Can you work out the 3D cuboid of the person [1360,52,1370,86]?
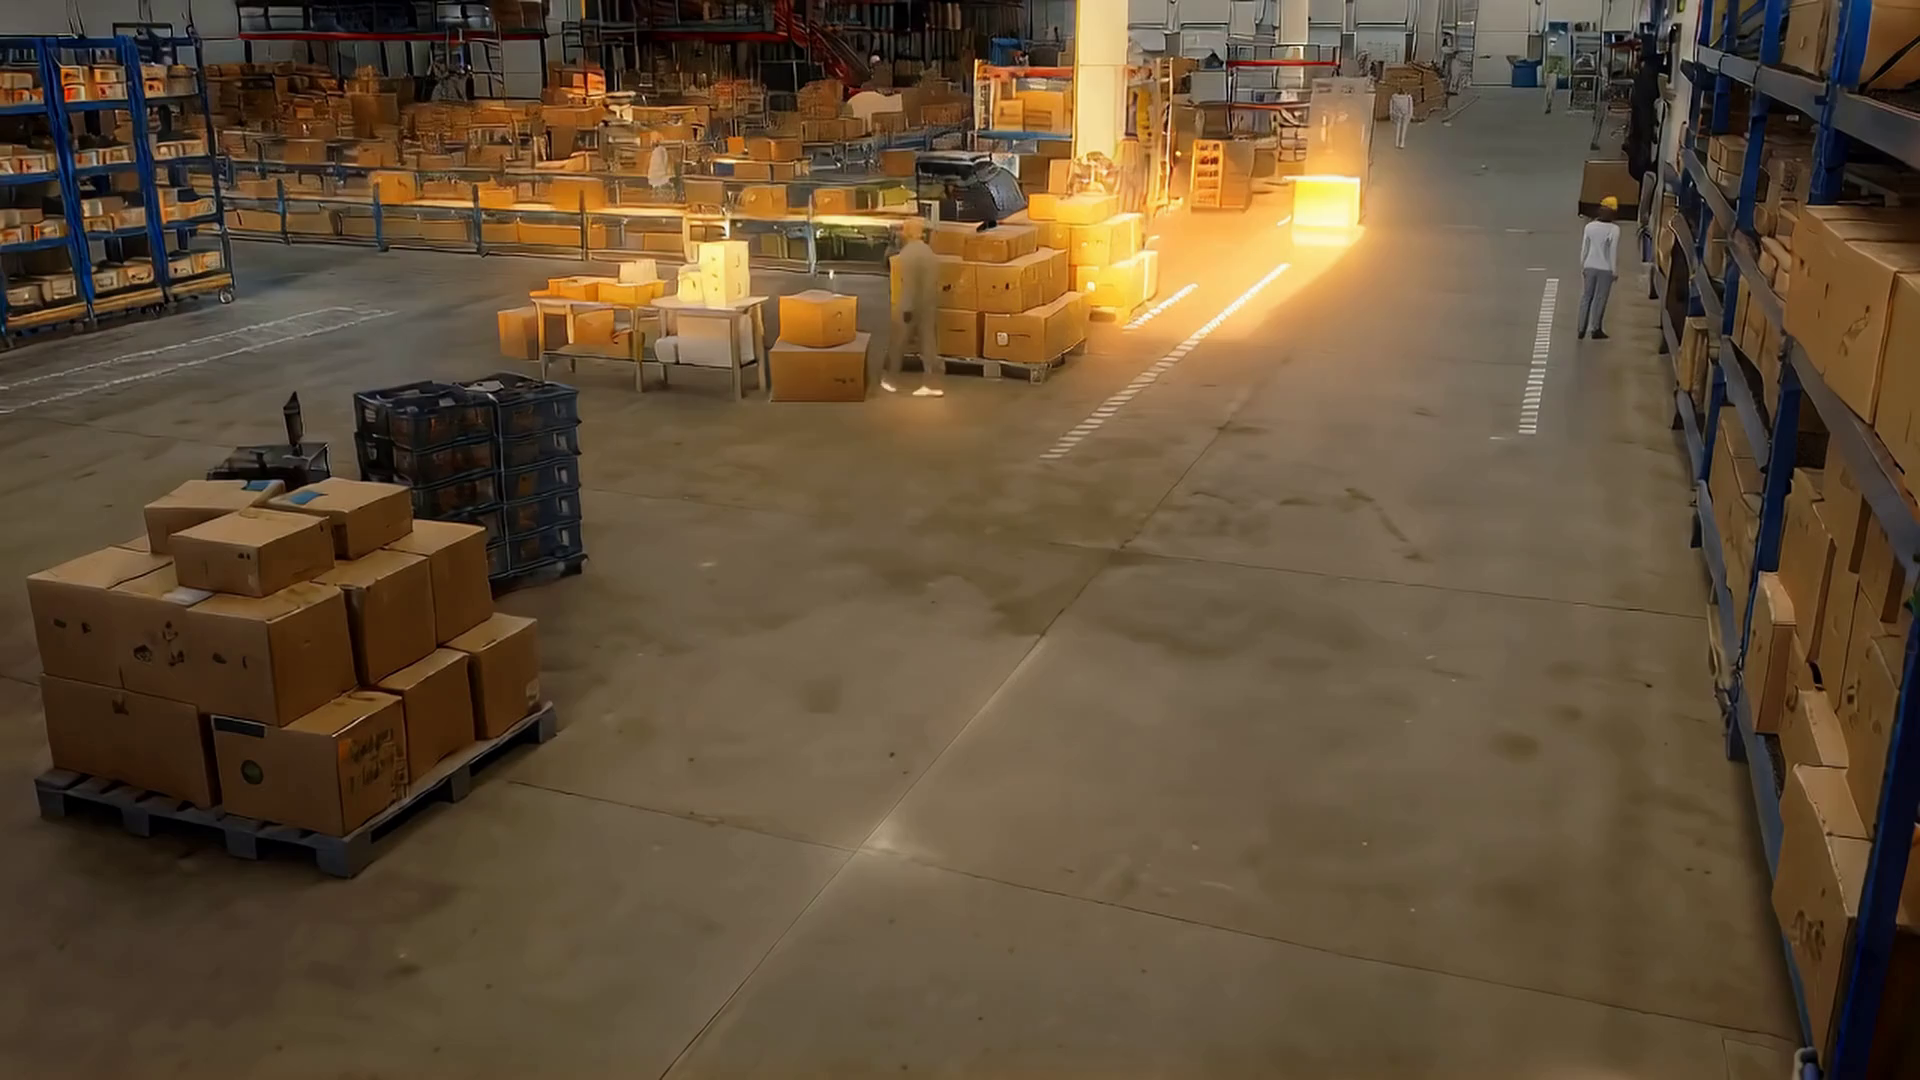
[{"bbox_3d":[21.259,-24.574,87.010,0.782,1.878,0.594,-9,20,-25],"label":"person"}]

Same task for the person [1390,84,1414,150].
[{"bbox_3d":[12.962,-12.430,48.845,0.653,1.875,0.873,5,18,14],"label":"person"}]

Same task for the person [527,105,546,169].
[{"bbox_3d":[-10.799,-10.251,42.404,0.494,1.624,0.282,7,19,21],"label":"person"}]

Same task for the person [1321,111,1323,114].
[{"bbox_3d":[12.612,-15.220,57.921,0.321,1.689,0.549,5,18,16],"label":"person"}]

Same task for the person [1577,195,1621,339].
[{"bbox_3d":[7.893,-3.355,20.525,0.342,1.773,0.527,-11,21,-31],"label":"person"}]

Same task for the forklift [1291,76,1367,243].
[{"bbox_3d":[6.598,-6.755,29.381,1.129,2.768,1.873,6,19,19],"label":"forklift"}]

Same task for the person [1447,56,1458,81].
[{"bbox_3d":[23.628,-22.358,79.981,0.817,1.904,0.654,-4,18,-11],"label":"person"}]

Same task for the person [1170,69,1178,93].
[{"bbox_3d":[7.421,-15.201,57.317,0.726,2.018,0.607,5,18,14],"label":"person"}]

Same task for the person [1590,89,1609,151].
[{"bbox_3d":[18.580,-12.189,48.280,0.343,1.756,0.518,0,18,1],"label":"person"}]

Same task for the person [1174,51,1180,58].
[{"bbox_3d":[12.069,-26.176,92.118,0.927,1.834,0.528,14,23,38],"label":"person"}]

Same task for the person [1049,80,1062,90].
[{"bbox_3d":[4.415,-21.357,76.887,0.889,1.886,0.592,-6,19,-19],"label":"person"}]

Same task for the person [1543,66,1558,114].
[{"bbox_3d":[23.175,-17.672,65.357,0.510,1.847,0.386,6,19,19],"label":"person"}]

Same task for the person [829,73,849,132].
[{"bbox_3d":[-3.948,-14.602,55.579,0.966,1.941,0.624,-7,19,-21],"label":"person"}]

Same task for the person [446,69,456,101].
[{"bbox_3d":[-20.055,-17.747,65.790,0.616,1.721,0.492,5,18,15],"label":"person"}]

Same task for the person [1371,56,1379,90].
[{"bbox_3d":[19.491,-21.733,78.060,0.344,1.882,0.585,-3,18,-8],"label":"person"}]

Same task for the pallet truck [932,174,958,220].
[{"bbox_3d":[-0.507,-5.292,27.348,0.653,1.274,1.630,6,19,19],"label":"pallet truck"}]

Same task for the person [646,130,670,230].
[{"bbox_3d":[-5.567,-6.634,30.716,0.413,1.819,0.618,-1,18,-3],"label":"person"}]

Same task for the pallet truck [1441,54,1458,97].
[{"bbox_3d":[22.765,-21.886,78.355,0.823,1.965,1.885,-4,18,-14],"label":"pallet truck"}]

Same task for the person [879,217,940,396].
[{"bbox_3d":[-0.538,-2.452,17.546,0.784,1.852,0.722,11,21,31],"label":"person"}]

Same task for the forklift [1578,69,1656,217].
[{"bbox_3d":[13.219,-7.740,32.475,1.873,2.768,1.129,6,19,18],"label":"forklift"}]

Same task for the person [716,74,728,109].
[{"bbox_3d":[-7.855,-14.364,54.849,0.387,1.926,0.570,8,19,23],"label":"person"}]

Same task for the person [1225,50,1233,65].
[{"bbox_3d":[14.960,-26.263,92.363,0.429,1.845,0.621,0,18,1],"label":"person"}]

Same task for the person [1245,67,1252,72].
[{"bbox_3d":[10.603,-16.544,61.679,0.636,1.921,0.975,-10,20,-29],"label":"person"}]

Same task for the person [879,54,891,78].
[{"bbox_3d":[-3.685,-22.898,81.681,0.547,1.920,0.717,-1,18,-4],"label":"person"}]

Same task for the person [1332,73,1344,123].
[{"bbox_3d":[12.767,-14.794,56.230,0.464,1.898,0.632,-2,18,-6],"label":"person"}]

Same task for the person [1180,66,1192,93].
[{"bbox_3d":[8.459,-16.684,62.110,0.551,1.934,0.373,-10,20,-29],"label":"person"}]
